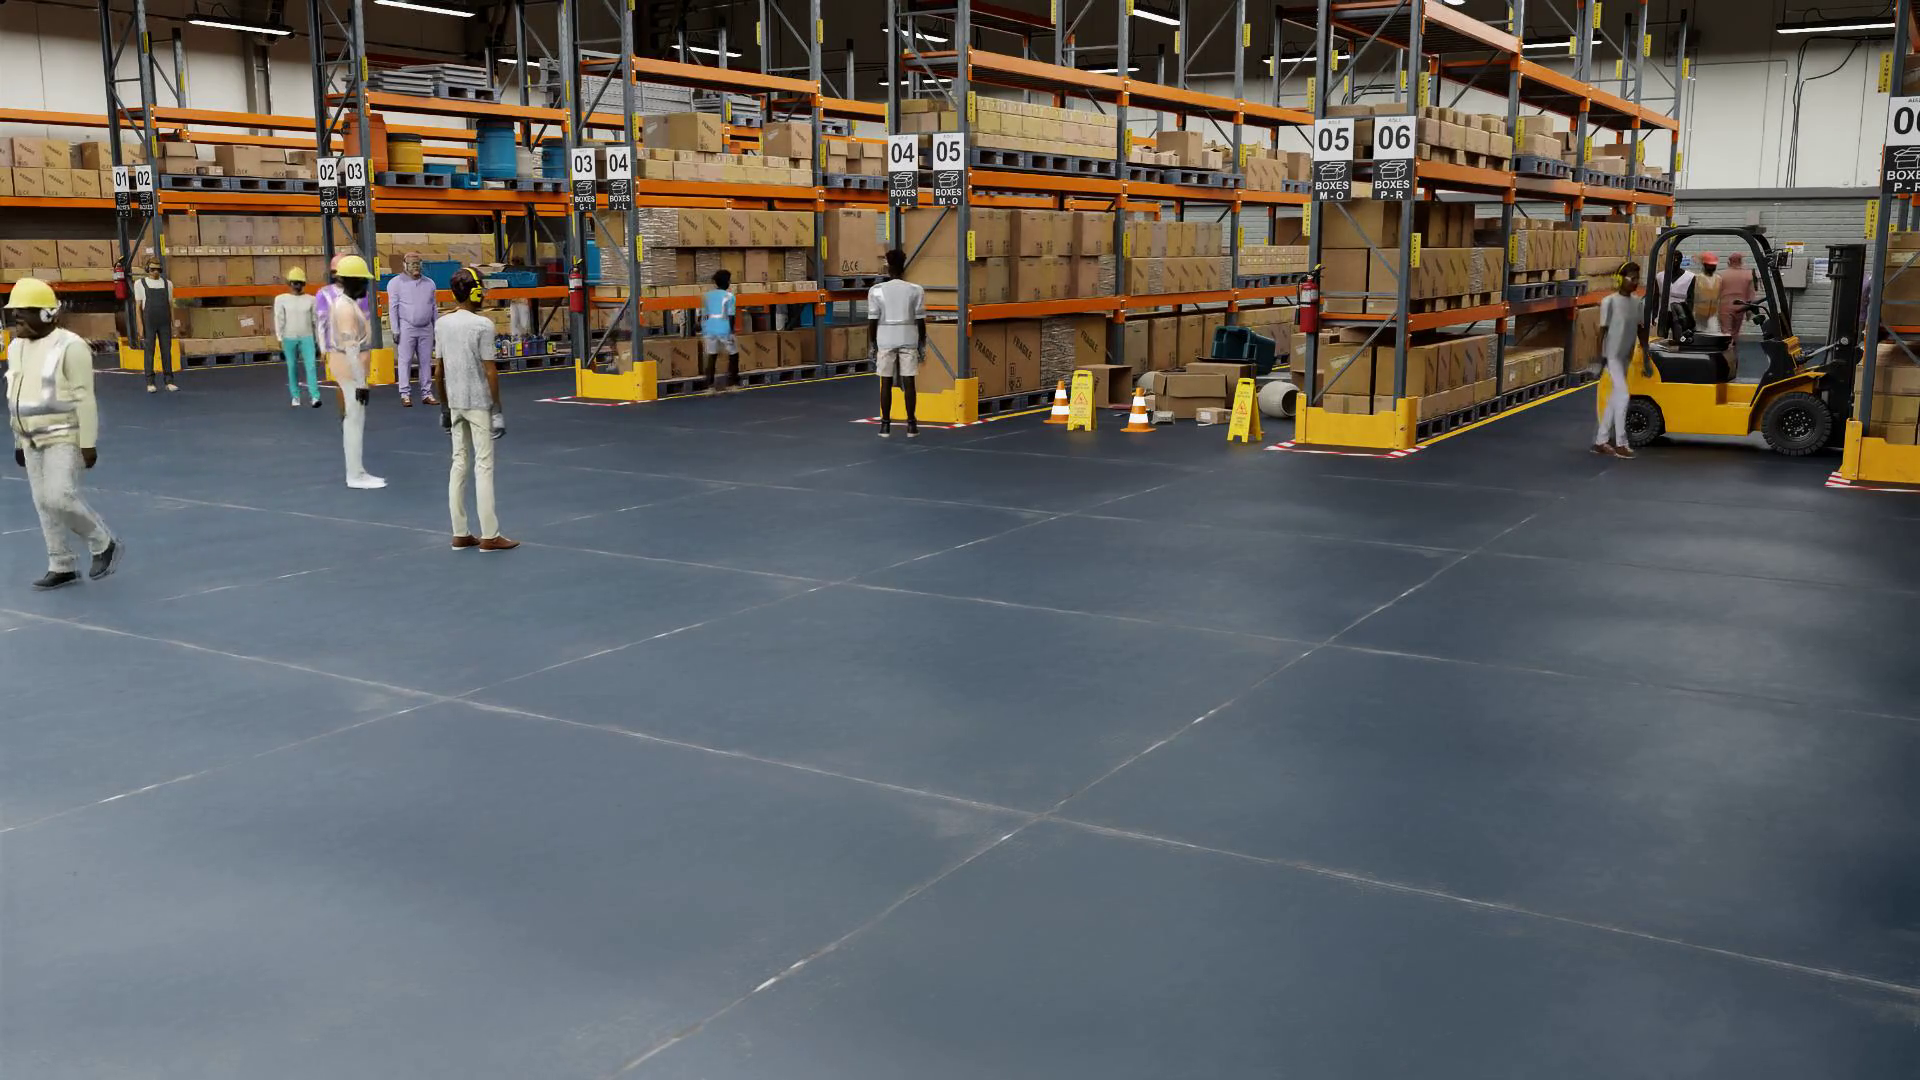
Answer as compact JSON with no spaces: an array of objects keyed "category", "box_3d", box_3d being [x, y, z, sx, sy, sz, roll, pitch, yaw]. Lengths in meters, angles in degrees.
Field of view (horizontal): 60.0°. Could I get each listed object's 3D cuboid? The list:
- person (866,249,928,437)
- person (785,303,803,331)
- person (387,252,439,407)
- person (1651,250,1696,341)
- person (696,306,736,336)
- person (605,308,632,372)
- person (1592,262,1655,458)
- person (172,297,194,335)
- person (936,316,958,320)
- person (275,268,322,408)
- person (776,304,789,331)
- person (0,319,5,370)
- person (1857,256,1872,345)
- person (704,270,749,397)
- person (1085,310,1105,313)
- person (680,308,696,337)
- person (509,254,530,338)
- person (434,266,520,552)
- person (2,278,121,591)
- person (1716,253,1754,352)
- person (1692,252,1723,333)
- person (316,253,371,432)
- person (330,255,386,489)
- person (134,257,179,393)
[{"category":"person","box_3d":[-0.653,-2.056,17.435,0.685,1.960,0.449,-1,10,-5]},{"category":"person","box_3d":[-3.052,-4.290,29.847,0.608,1.995,0.377,5,11,28]},{"category":"person","box_3d":[-6.783,-2.621,20.746,0.639,1.910,0.407,-9,14,-42]},{"category":"person","box_3d":[10.797,-3.426,25.221,0.594,1.919,0.388,7,12,35]},{"category":"person","box_3d":[-3.694,-3.418,25.152,0.625,1.934,0.364,1,10,3]},{"category":"person","box_3d":[-5.333,-3.610,25.993,0.604,2.016,0.627,9,14,42]},{"category":"person","box_3d":[6.344,-1.688,15.732,0.515,1.840,0.774,-6,12,-30]},{"category":"person","box_3d":[-13.787,-4.114,29.473,0.442,1.819,0.755,-1,10,-7]},{"category":"person","box_3d":[-0.084,-3.013,22.595,0.606,2.035,0.403,7,12,33]},{"category":"person","box_3d":[-8.136,-2.475,20.471,0.528,1.719,0.921,-5,11,-27]},{"category":"person","box_3d":[-3.087,-3.801,28.111,0.507,1.636,0.276,9,13,41]},{"category":"person","box_3d":[-12.115,-2.447,20.555,0.522,1.618,0.479,-3,10,-15]},{"category":"person","box_3d":[12.794,-3.179,23.845,0.585,1.920,0.392,6,12,32]},{"category":"person","box_3d":[-3.116,-2.735,22.026,0.548,1.664,0.747,5,11,28]},{"category":"person","box_3d":[2.265,-3.873,28.320,0.484,1.706,0.828,7,13,36]},{"category":"person","box_3d":[-5.294,-4.563,32.368,0.512,1.642,0.311,10,14,44]},{"category":"person","box_3d":[-8.075,-4.358,30.710,0.640,1.831,0.660,8,13,39]},{"category":"person","box_3d":[-3.217,-0.856,10.959,0.521,1.873,0.335,5,11,26]},{"category":"person","box_3d":[-5.291,-0.602,9.679,0.609,1.823,0.420,4,11,23]},{"category":"person","box_3d":[12.981,-3.883,27.985,0.633,1.857,1.009,2,10,11]},{"category":"person","box_3d":[11.459,-3.473,25.593,0.556,1.891,0.928,-1,10,-7]},{"category":"person","box_3d":[-6.570,-2.096,17.772,0.558,1.924,0.526,-6,12,-30]},{"category":"person","box_3d":[-5.005,-1.384,13.764,0.380,1.928,0.603,-4,11,-20]},{"category":"person","box_3d":[-10.950,-2.934,22.688,0.505,1.840,0.346,-10,14,-43]}]
